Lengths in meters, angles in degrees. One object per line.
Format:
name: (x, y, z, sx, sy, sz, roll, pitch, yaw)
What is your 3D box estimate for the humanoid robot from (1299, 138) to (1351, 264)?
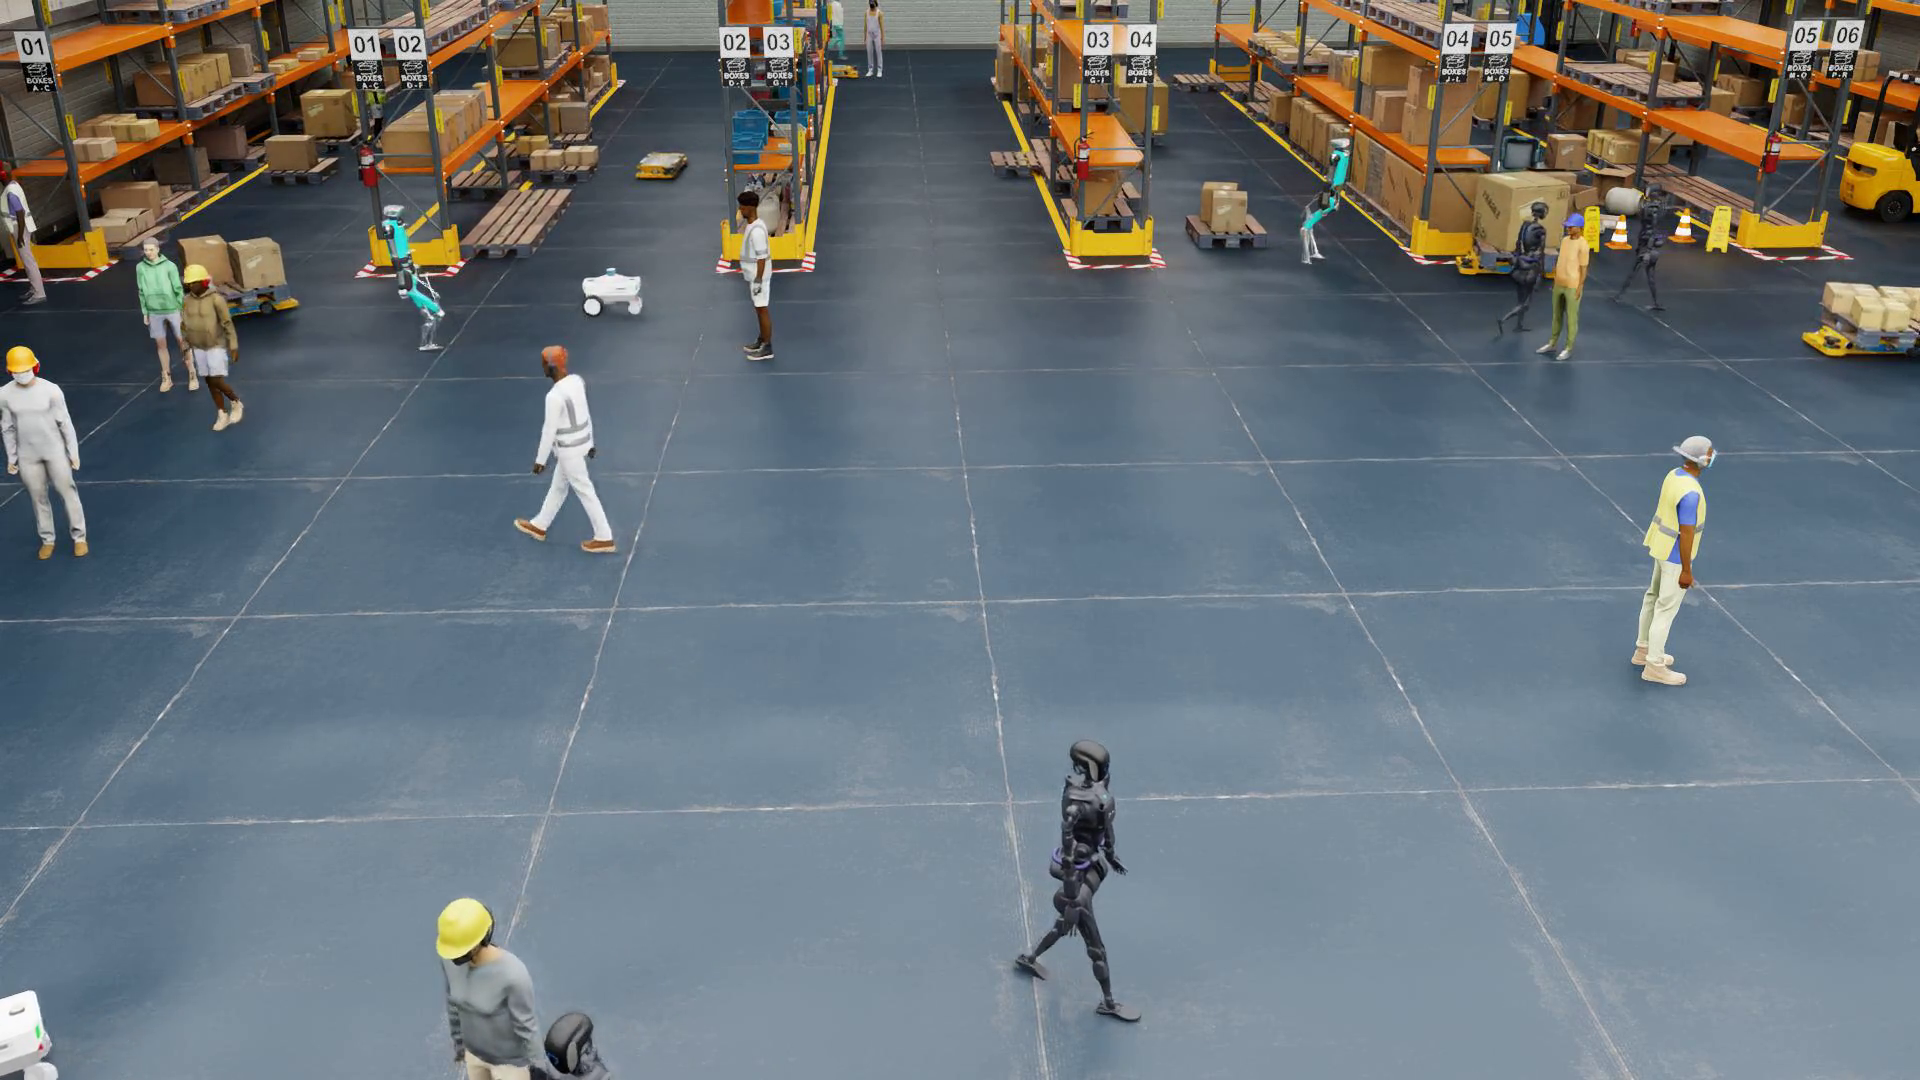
humanoid robot: (5.044, -4.753, 23.350, 0.730, 1.794, 0.534, 15, 28, 31)

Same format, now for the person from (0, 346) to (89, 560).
person: (-7.816, -0.746, 14.162, 0.569, 1.889, 0.389, -5, 25, -12)

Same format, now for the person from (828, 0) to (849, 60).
person: (-3.077, -12.926, 41.690, 0.479, 1.747, 0.535, -7, 25, -16)

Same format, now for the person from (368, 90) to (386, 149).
person: (-10.905, -8.201, 31.154, 0.322, 1.690, 0.532, -4, 24, -10)

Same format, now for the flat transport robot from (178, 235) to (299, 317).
flat transport robot: (-9.283, -3.003, 21.221, 1.431, 0.231, 0.659, -19, 30, -36)

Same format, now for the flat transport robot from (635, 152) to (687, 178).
flat transport robot: (-5.255, -6.593, 29.287, 0.659, 0.231, 1.431, 1, 24, 1)

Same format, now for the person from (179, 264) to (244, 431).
person: (-7.724, -1.984, 17.105, 0.550, 1.747, 0.459, 5, 24, 11)

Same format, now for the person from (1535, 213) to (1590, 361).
person: (7.028, -2.937, 19.289, 0.369, 1.718, 0.453, -10, 26, -22)

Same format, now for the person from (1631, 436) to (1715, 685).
person: (5.222, 0.135, 12.175, 0.400, 1.894, 0.525, 3, 24, 6)

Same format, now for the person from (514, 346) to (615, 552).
person: (-3.467, -0.776, 14.273, 0.971, 1.837, 0.589, 3, 24, 6)

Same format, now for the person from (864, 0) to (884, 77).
person: (-2.038, -11.846, 39.155, 0.491, 1.849, 0.439, 8, 25, 17)

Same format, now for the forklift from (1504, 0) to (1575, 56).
forklift: (14.700, -13.805, 42.301, 1.873, 2.768, 1.129, -1, 24, -2)

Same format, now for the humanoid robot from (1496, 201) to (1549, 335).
humanoid robot: (6.792, -3.292, 20.159, 0.621, 1.640, 0.608, -6, 25, -14)

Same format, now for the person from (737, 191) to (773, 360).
person: (-2.363, -3.074, 19.298, 0.371, 1.963, 0.606, -4, 24, -10)

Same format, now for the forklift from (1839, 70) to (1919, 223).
forklift: (15.132, -6.143, 25.915, 2.313, 2.155, 1.214, -1, 24, -2)

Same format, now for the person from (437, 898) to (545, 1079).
person: (-2.062, 2.300, 7.476, 0.553, 1.739, 0.481, 13, 27, 27)

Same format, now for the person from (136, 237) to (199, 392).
person: (-8.713, -2.480, 18.250, 0.471, 1.733, 0.326, -3, 24, -7)

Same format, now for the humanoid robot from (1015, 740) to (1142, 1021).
humanoid robot: (0.643, 1.761, 8.858, 0.792, 1.635, 0.600, 11, 26, 24)

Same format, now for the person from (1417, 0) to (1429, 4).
person: (11.685, -13.046, 41.903, 0.386, 1.799, 0.603, -13, 27, -28)

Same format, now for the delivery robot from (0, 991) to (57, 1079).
delivery robot: (-4.989, 2.577, 8.327, 0.791, 0.592, 0.499, -15, 28, -30)

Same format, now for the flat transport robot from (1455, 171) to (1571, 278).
flat transport robot: (7.649, -3.824, 23.065, 1.431, 0.231, 0.659, 4, 24, 9)

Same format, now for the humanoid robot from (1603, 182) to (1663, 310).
humanoid robot: (8.706, -3.724, 21.156, 0.767, 1.632, 0.589, 3, 24, 6)

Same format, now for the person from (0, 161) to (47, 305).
person: (-12.120, -3.970, 21.454, 0.374, 1.843, 0.569, -14, 28, -29)

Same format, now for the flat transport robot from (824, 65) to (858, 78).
flat transport robot: (-3.133, -11.082, 39.374, 1.431, 0.231, 0.659, -1, 24, -2)

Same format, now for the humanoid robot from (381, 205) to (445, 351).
humanoid robot: (-6.298, -3.018, 19.508, 0.751, 1.824, 0.539, -1, 24, -3)

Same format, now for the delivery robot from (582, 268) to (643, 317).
delivery robot: (-4.456, -3.158, 21.236, 0.814, 0.611, 0.499, -2, 24, -4)

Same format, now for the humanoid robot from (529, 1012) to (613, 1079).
humanoid robot: (-1.492, 2.642, 6.864, 0.607, 1.625, 0.776, 9, 26, 20)

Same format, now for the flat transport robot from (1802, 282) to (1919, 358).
flat transport robot: (10.901, -2.368, 19.793, 1.431, 0.231, 0.659, 0, 24, 1)
